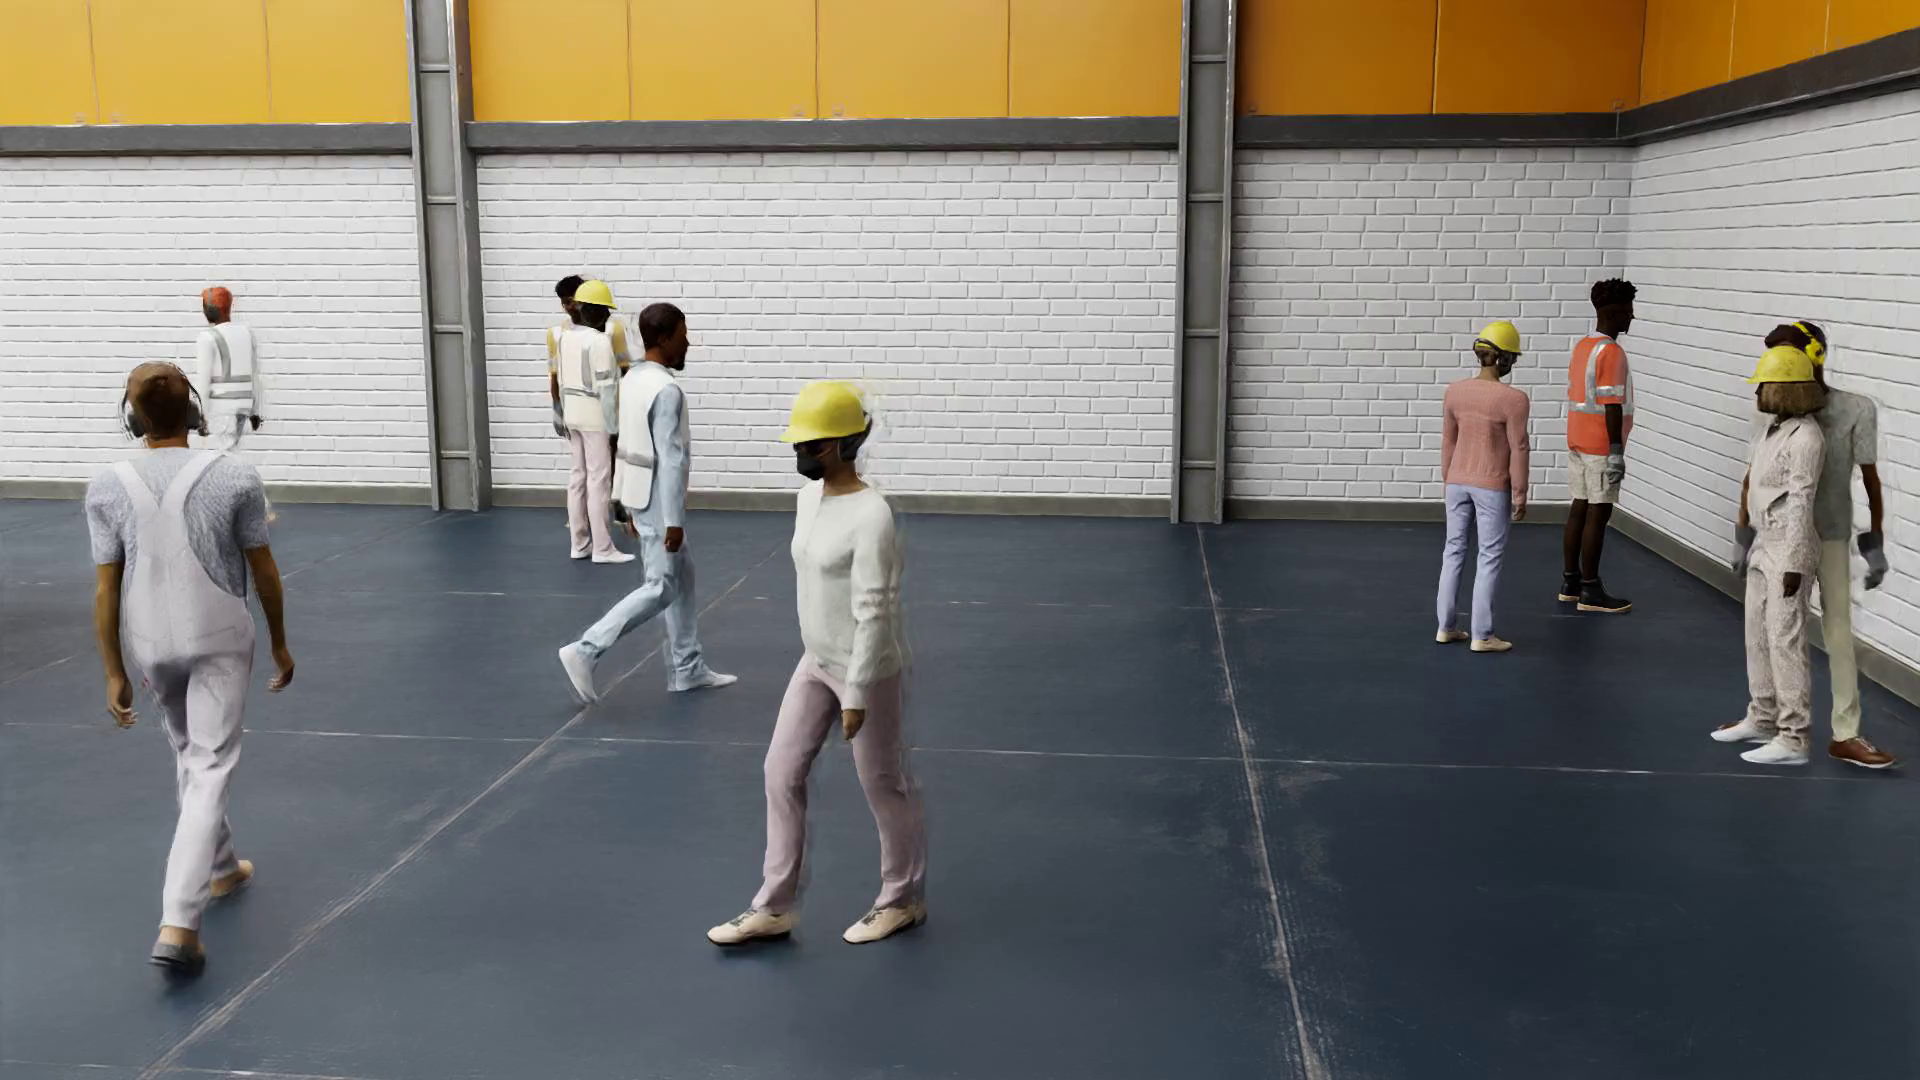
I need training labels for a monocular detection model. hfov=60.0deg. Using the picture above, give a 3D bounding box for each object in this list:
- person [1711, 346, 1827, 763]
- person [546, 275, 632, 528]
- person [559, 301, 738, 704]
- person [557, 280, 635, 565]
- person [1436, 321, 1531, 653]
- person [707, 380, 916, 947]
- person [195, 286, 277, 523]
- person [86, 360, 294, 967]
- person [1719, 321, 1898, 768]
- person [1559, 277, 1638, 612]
[{"bbox_3d":[3.396,0.062,6.935,0.322,1.736,0.491,1,10,8],"label":"person"},{"bbox_3d":[-2.747,-1.038,12.700,0.769,1.936,0.385,-1,10,-6],"label":"person"},{"bbox_3d":[-1.478,-0.166,7.807,0.822,1.896,0.597,-5,11,-26],"label":"person"},{"bbox_3d":[-2.493,-0.795,11.310,0.383,1.921,0.585,-9,14,-43],"label":"person"},{"bbox_3d":[2.784,-0.275,8.818,0.338,1.756,0.532,-8,12,-37],"label":"person"},{"bbox_3d":[-0.434,0.403,4.945,0.764,1.734,0.558,-7,12,-34],"label":"person"},{"bbox_3d":[-5.542,-0.992,12.609,0.726,1.871,0.593,3,10,16],"label":"person"},{"bbox_3d":[-2.364,0.357,5.075,0.518,1.806,0.946,-1,10,-3],"label":"person"},{"bbox_3d":[3.650,0.013,6.952,0.751,1.836,0.323,8,13,39],"label":"person"},{"bbox_3d":[3.791,-0.563,9.850,0.362,1.965,0.612,0,10,0],"label":"person"}]
